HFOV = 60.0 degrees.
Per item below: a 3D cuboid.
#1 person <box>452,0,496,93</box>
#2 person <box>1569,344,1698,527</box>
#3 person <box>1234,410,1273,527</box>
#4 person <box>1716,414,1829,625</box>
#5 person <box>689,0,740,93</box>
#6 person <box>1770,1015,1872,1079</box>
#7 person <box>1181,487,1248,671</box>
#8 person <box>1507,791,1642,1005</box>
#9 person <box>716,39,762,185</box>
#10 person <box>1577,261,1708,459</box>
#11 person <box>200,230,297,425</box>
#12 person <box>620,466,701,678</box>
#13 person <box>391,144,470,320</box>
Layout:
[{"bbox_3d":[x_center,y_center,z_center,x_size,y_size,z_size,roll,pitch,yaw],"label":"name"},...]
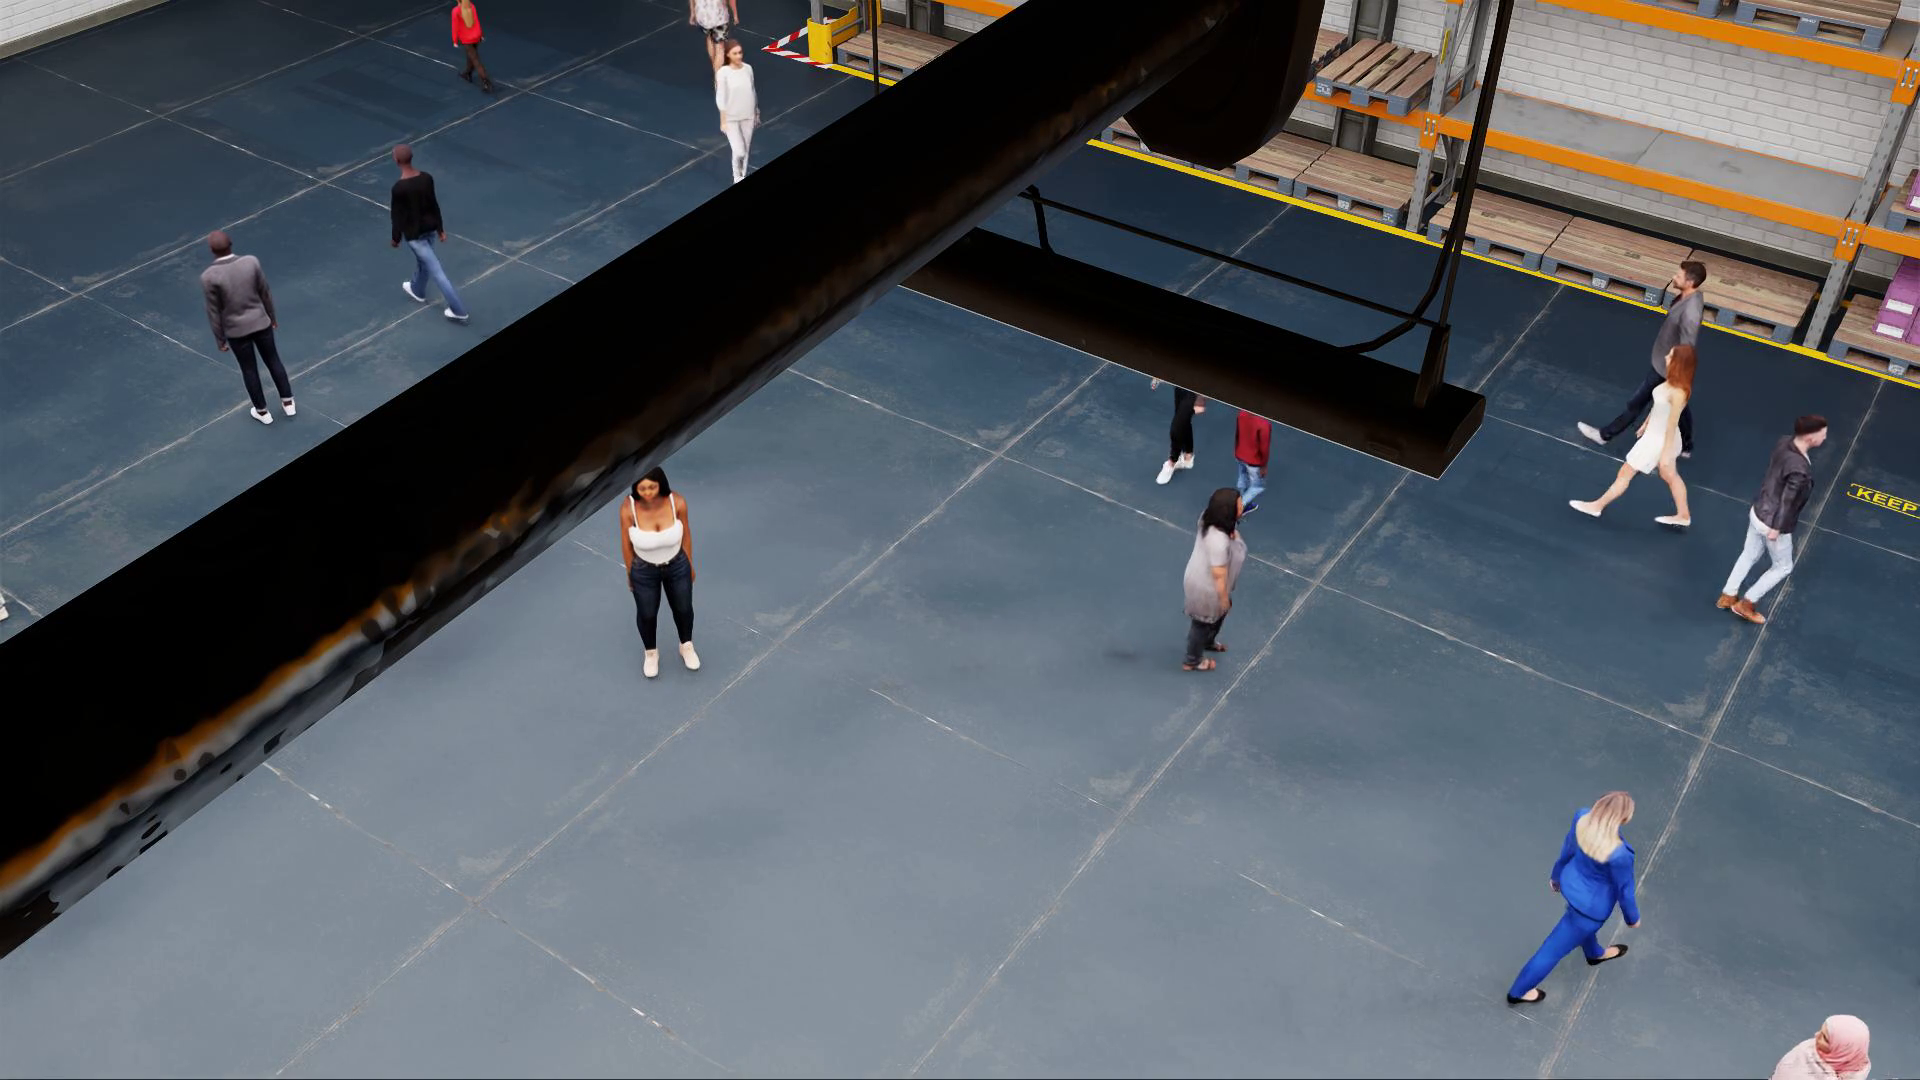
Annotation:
[{"bbox_3d":[-5.835,-5.968,19.903,0.908,1.251,0.514,25,45,28],"label":"person"},{"bbox_3d":[5.586,-0.760,13.055,1.224,1.660,0.803,13,40,16],"label":"person"},{"bbox_3d":[2.277,-0.652,13.250,0.696,1.246,0.667,-20,43,-24],"label":"person"},{"bbox_3d":[5.869,-0.164,12.175,0.782,1.826,0.762,0,39,1],"label":"person"},{"bbox_3d":[-2.970,-6.222,19.788,0.995,1.792,0.973,9,39,11],"label":"person"},{"bbox_3d":[4.255,2.997,8.283,1.261,1.744,0.859,13,40,16],"label":"person"},{"bbox_3d":[1.704,0.288,11.793,0.827,1.597,0.777,-2,39,-2],"label":"person"},{"bbox_3d":[3.466,2.084,9.488,1.127,1.667,1.097,-8,39,-9],"label":"person"},{"bbox_3d":[-2.418,-4.556,17.789,0.682,1.683,0.659,-28,46,-30],"label":"person"},{"bbox_3d":[5.969,-1.430,13.771,1.241,1.814,0.866,16,41,19],"label":"person"},{"bbox_3d":[-6.104,-1.817,14.253,0.778,1.816,0.700,-25,45,-28],"label":"person"},{"bbox_3d":[-2.126,0.186,11.750,0.750,1.809,0.797,-9,40,-12],"label":"person"},{"bbox_3d":[-5.002,-2.840,15.622,1.131,1.707,0.613,23,44,26],"label":"person"}]
